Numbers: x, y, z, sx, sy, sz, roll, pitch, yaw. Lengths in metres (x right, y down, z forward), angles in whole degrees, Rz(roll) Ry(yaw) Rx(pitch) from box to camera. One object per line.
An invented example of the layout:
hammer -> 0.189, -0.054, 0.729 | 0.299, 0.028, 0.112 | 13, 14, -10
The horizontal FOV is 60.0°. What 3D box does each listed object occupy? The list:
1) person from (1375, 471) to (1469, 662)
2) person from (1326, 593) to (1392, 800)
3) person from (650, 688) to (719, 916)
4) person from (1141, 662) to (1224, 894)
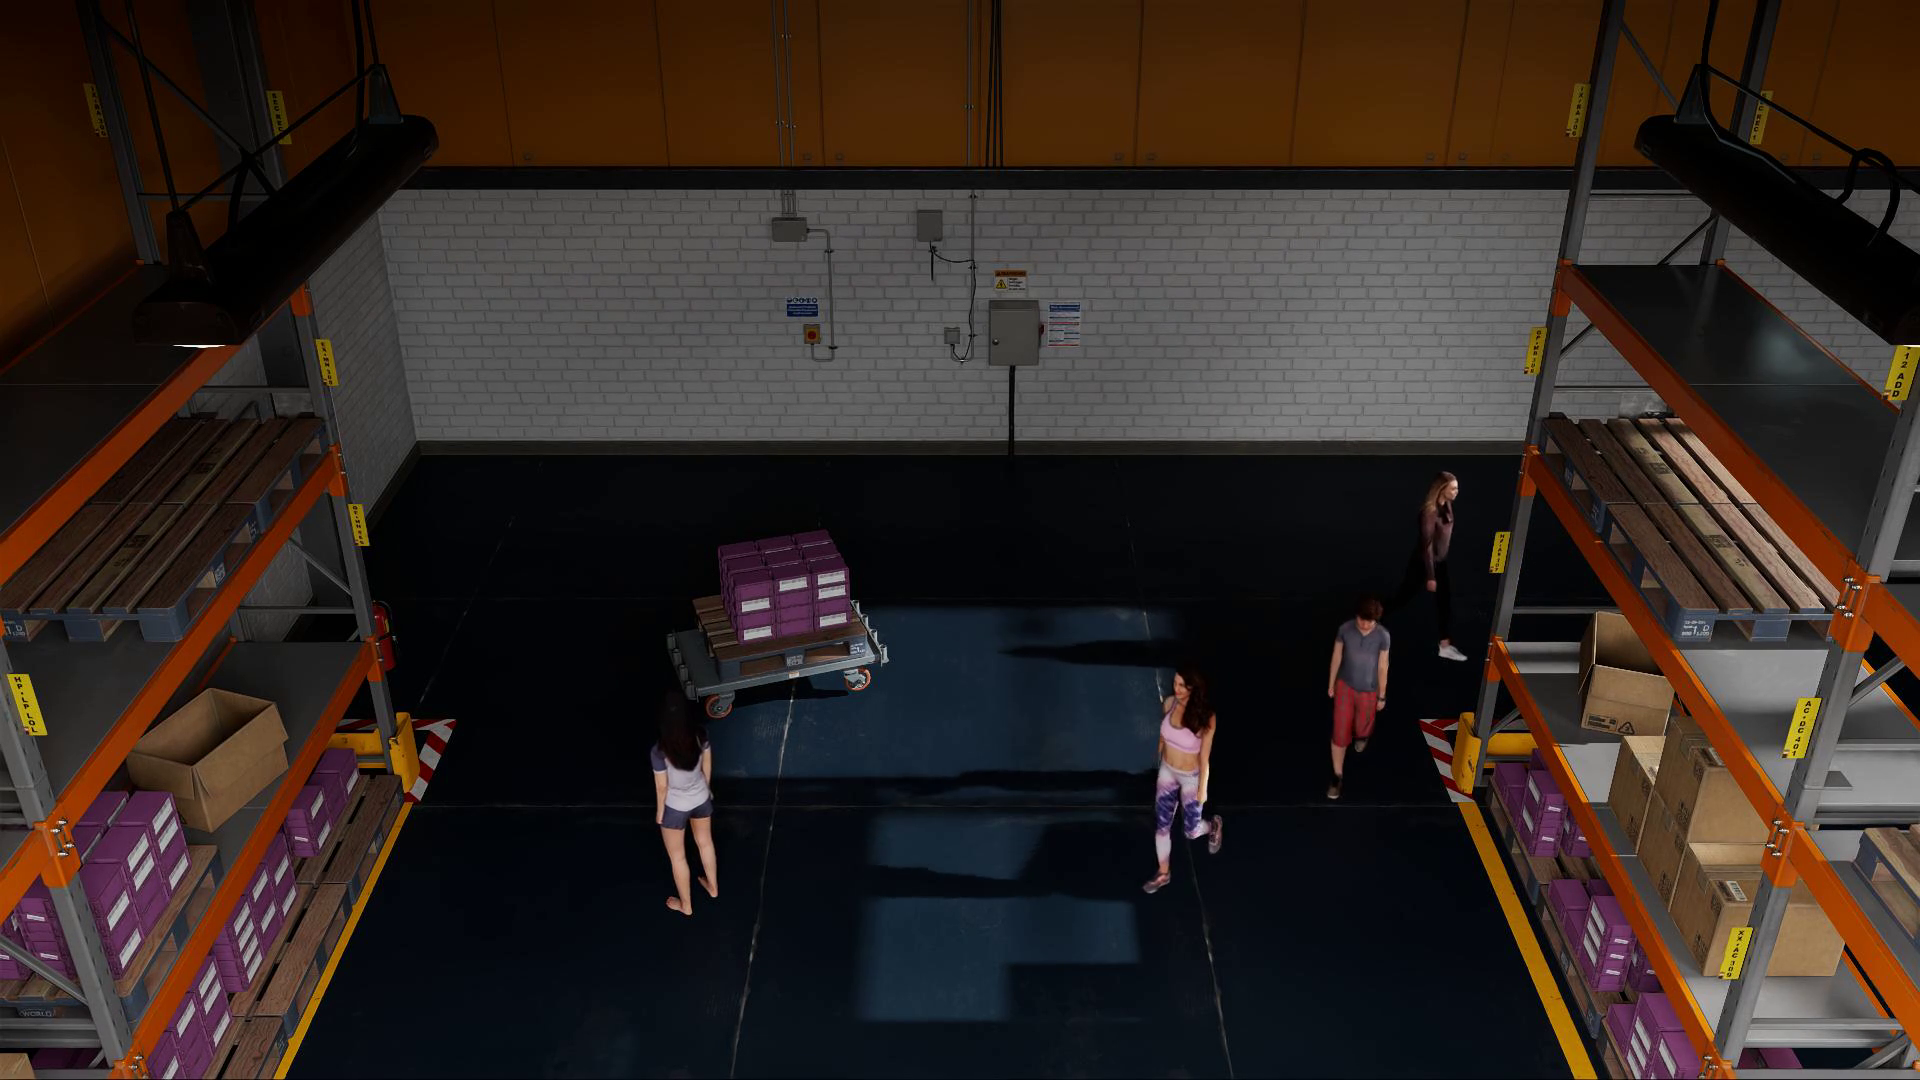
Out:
person -> 3.771, 0.200, 13.740 | 1.136, 1.664, 1.105 | 23, 36, 36
person -> 2.940, 1.063, 12.200 | 0.851, 1.624, 1.113 | 12, 31, 22
person -> -1.820, 1.708, 10.932 | 0.665, 1.706, 0.724 | -25, 38, -38
person -> 1.538, 1.572, 11.135 | 0.936, 1.749, 1.018 | 24, 36, 36
